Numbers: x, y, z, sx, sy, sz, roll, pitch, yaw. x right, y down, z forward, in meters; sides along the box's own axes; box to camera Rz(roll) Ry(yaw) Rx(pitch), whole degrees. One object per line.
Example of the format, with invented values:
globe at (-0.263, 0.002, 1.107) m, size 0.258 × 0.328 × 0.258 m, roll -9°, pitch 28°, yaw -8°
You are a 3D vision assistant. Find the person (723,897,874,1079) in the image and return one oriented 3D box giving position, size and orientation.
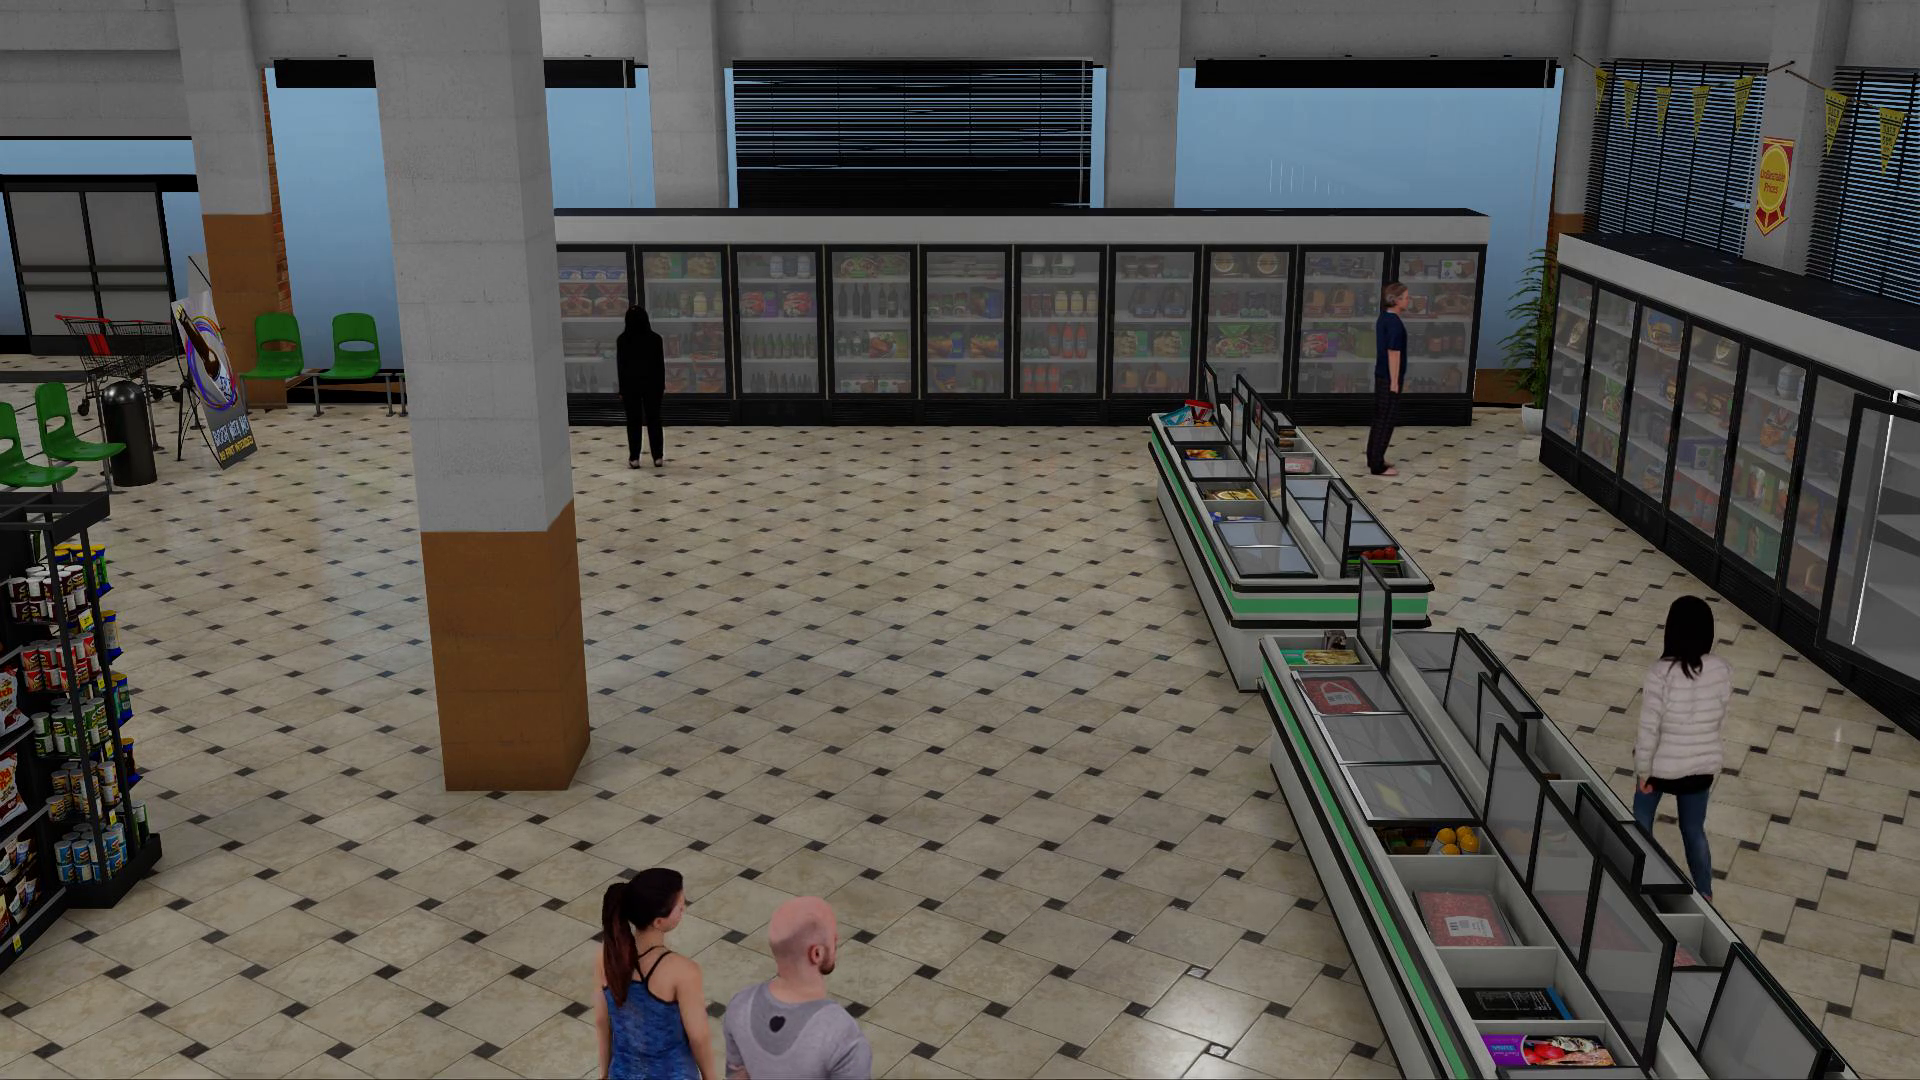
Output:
person at (-0.450, 1.892, 4.901) m, size 0.760 × 1.838 × 0.774 m, roll 10°, pitch 20°, yaw 30°

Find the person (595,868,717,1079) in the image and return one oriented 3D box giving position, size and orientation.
person at (-1.006, 1.855, 5.453) m, size 0.682 × 1.587 × 0.699 m, roll 5°, pitch 17°, yaw 15°

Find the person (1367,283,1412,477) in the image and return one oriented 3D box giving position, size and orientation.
person at (4.198, -1.579, 16.279) m, size 0.728 × 1.869 × 0.484 m, roll 1°, pitch 17°, yaw 4°

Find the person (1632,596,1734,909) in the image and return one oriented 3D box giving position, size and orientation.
person at (3.476, 1.085, 7.952) m, size 0.597 × 1.609 × 1.023 m, roll 0°, pitch 17°, yaw 0°

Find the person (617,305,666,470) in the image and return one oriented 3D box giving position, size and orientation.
person at (-3.169, -1.527, 16.544) m, size 0.713 × 1.615 × 0.735 m, roll -6°, pitch 18°, yaw -19°
